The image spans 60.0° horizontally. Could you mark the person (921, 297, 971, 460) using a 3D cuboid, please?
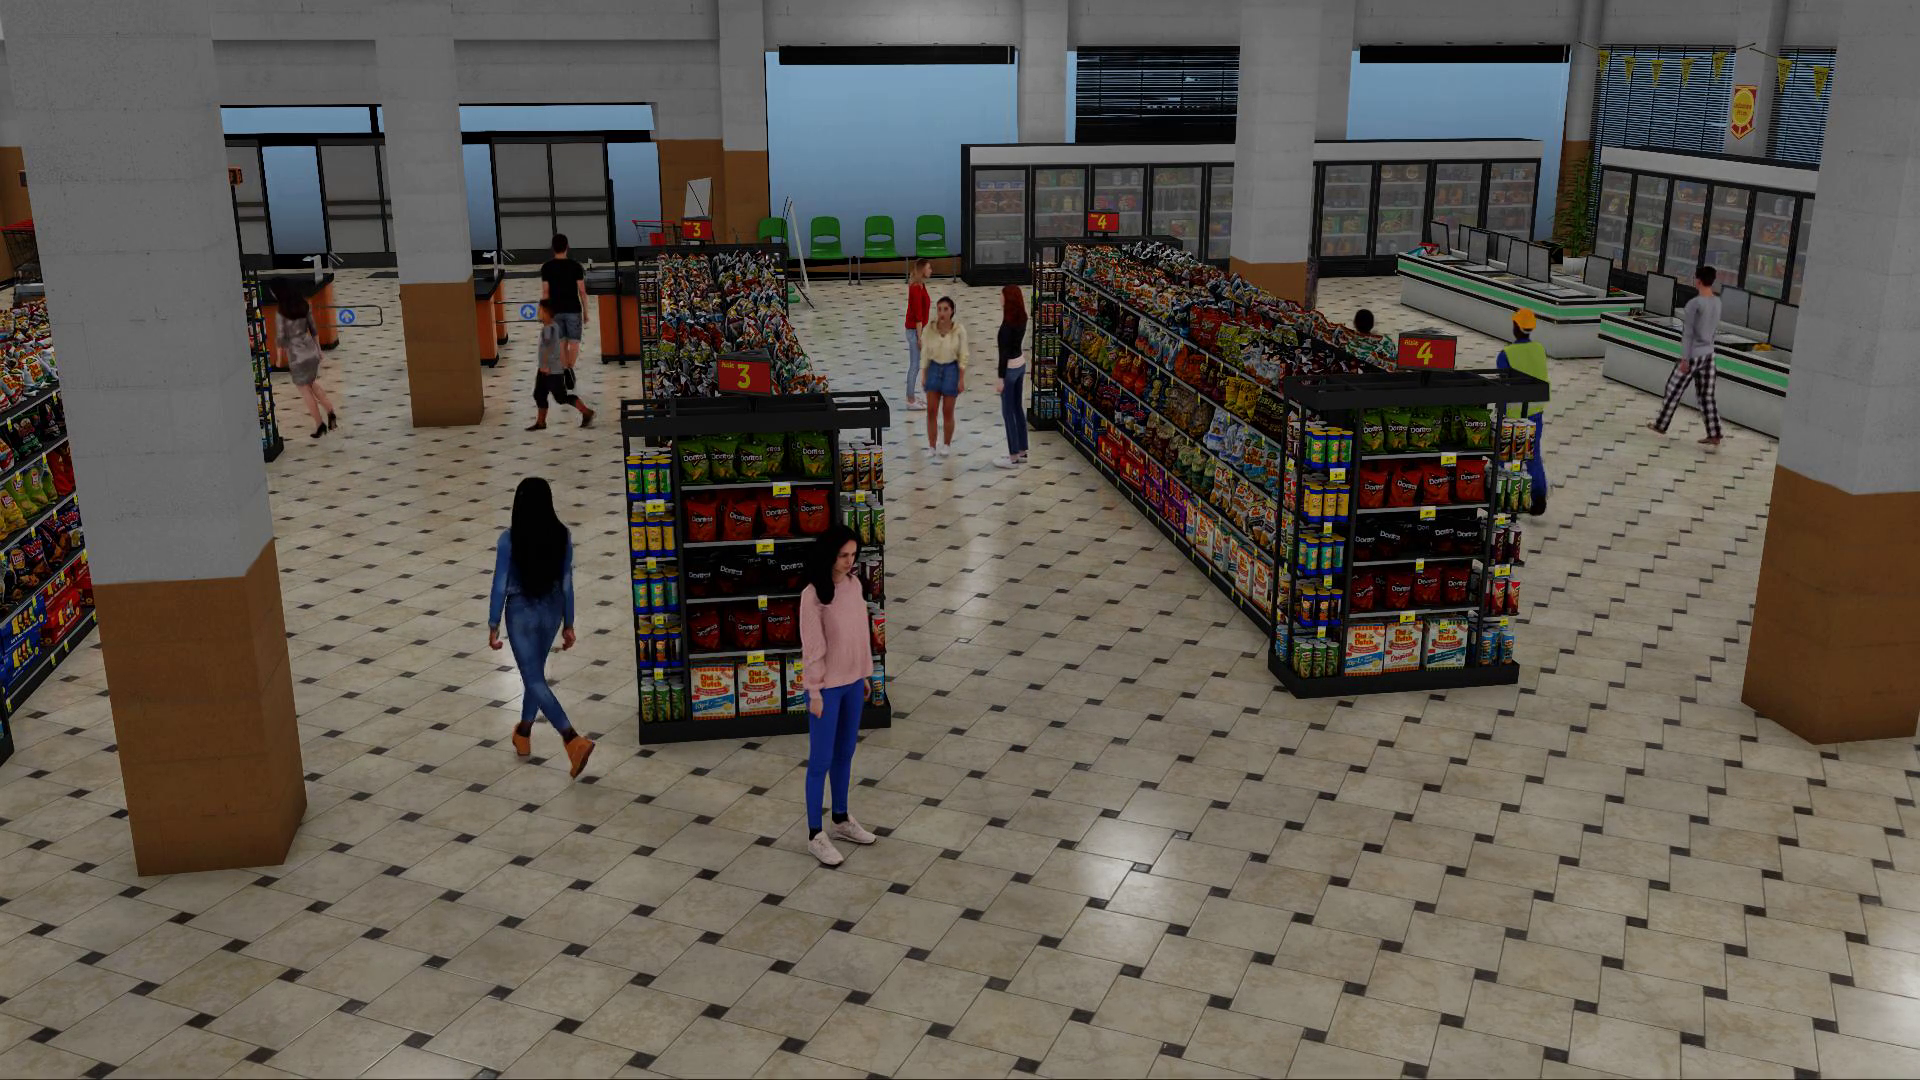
[{"bbox_3d":[-0.138,-1.619,16.561,0.815,1.610,0.906,3,17,11],"label":"person"}]

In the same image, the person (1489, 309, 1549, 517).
[{"bbox_3d":[4.931,-1.092,14.517,0.700,1.789,1.162,-2,17,-6],"label":"person"}]

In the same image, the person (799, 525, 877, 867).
[{"bbox_3d":[-0.646,0.756,8.470,0.770,1.765,0.717,12,21,35],"label":"person"}]

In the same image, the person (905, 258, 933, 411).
[{"bbox_3d":[-0.490,-2.322,18.717,0.699,1.701,0.512,-1,17,-2],"label":"person"}]

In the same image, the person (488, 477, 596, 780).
[{"bbox_3d":[-2.344,0.522,9.399,1.005,1.674,1.238,-14,22,-38],"label":"person"}]

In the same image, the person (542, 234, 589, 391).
[{"bbox_3d":[-4.673,-2.670,19.641,0.738,1.832,1.057,-1,17,-4],"label":"person"}]

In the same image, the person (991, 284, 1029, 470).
[{"bbox_3d":[0.505,-1.598,16.188,0.705,1.785,0.609,7,18,21],"label":"person"}]

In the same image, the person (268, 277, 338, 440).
[{"bbox_3d":[-6.740,-1.841,17.124,0.847,1.707,0.782,12,20,33],"label":"person"}]

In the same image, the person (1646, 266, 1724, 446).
[{"bbox_3d":[7.565,-1.823,16.919,0.825,1.793,1.233,-7,18,-21],"label":"person"}]

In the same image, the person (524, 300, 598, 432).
[{"bbox_3d":[-4.302,-1.890,17.760,0.675,1.431,0.950,-4,17,-14],"label":"person"}]
